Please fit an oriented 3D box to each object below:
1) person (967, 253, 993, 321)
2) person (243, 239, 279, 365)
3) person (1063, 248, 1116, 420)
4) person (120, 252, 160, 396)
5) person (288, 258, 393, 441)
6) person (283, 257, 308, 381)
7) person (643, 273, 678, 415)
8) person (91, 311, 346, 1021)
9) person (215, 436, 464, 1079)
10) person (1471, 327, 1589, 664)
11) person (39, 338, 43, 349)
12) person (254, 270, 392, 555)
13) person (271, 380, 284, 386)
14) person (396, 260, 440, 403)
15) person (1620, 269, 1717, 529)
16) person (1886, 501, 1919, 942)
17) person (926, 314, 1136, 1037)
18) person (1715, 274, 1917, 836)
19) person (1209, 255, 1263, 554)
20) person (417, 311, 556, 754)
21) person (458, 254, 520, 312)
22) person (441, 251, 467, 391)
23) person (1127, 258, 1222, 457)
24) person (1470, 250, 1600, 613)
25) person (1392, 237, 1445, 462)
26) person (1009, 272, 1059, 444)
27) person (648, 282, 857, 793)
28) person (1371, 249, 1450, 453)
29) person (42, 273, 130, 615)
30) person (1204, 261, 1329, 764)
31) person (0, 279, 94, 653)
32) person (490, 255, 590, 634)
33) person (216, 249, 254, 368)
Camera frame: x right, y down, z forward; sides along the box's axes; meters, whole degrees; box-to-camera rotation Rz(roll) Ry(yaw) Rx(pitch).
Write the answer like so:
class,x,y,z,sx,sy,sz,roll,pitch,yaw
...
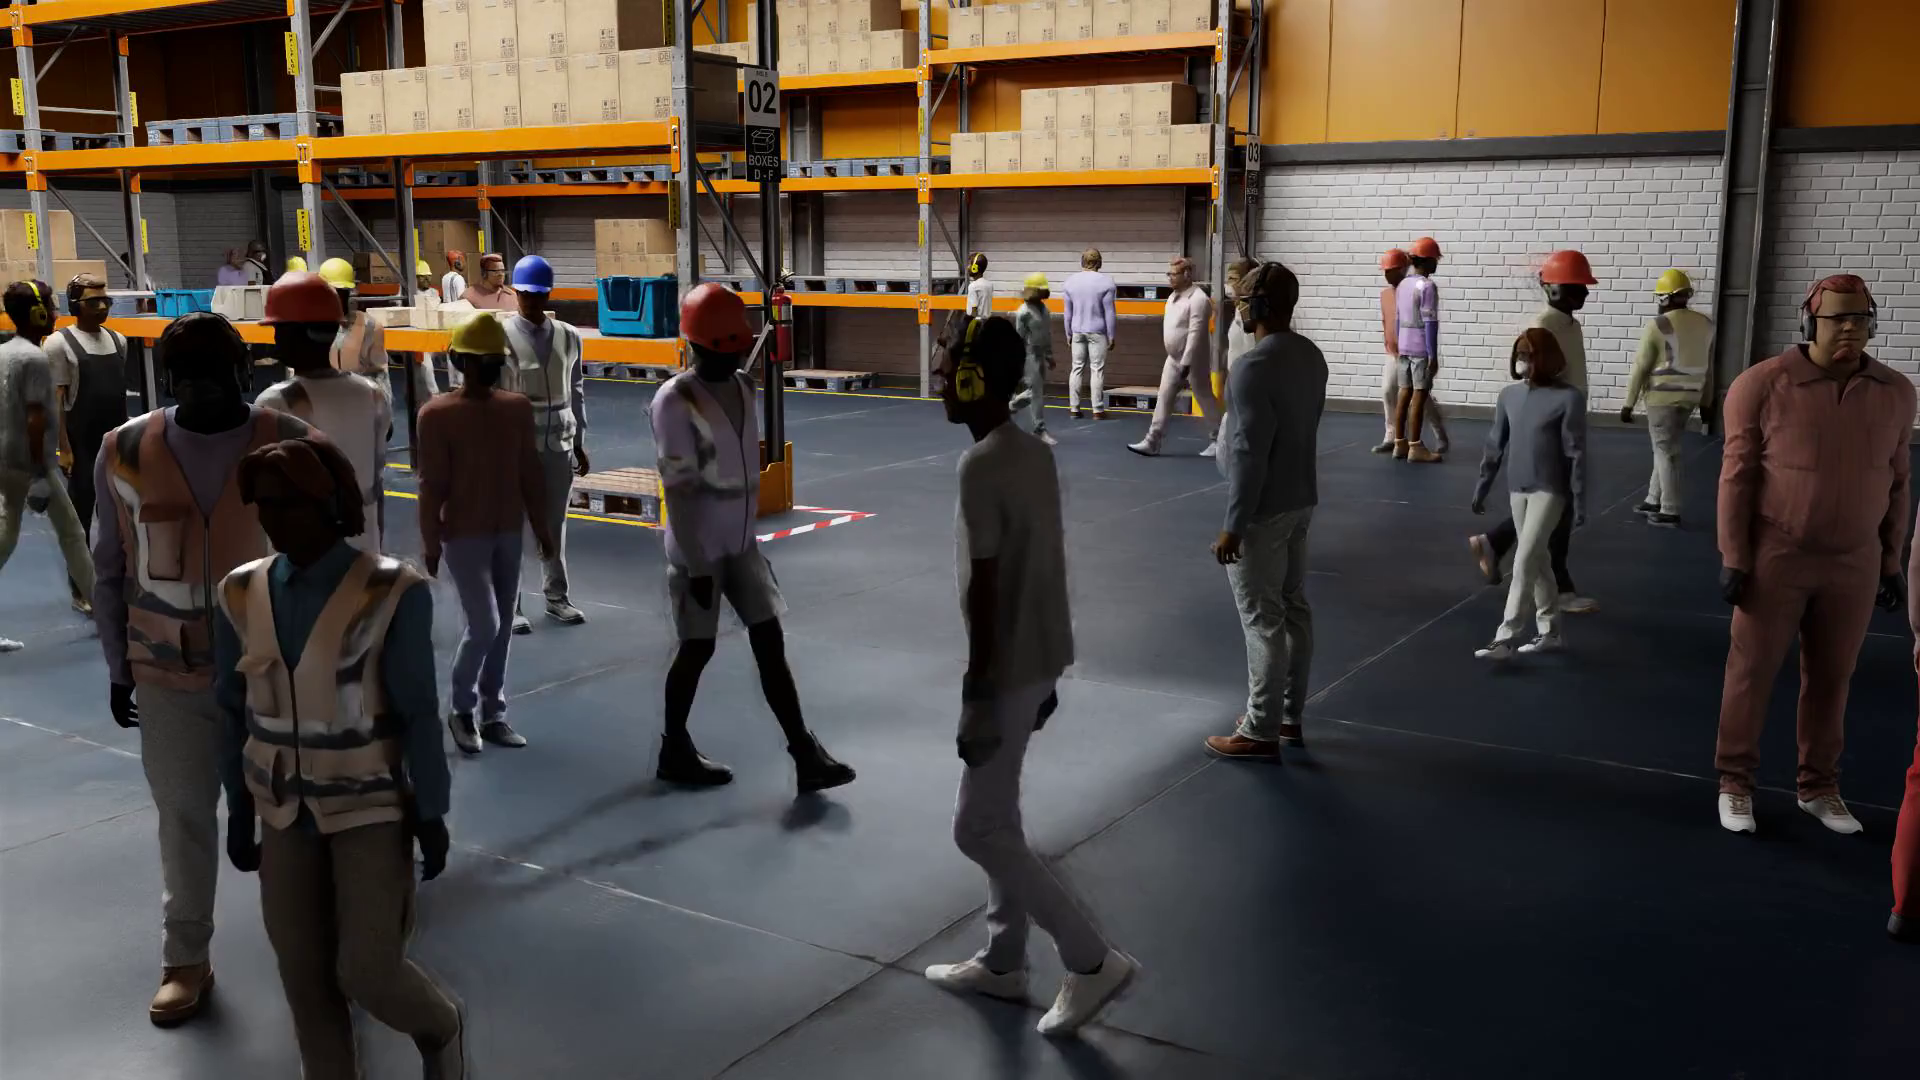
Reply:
class,x,y,z,sx,sy,sz,roll,pitch,yaw
person,0.199,-2.388,19.324,0.328,1.876,0.513,5,11,25
person,-11.353,-3.870,27.071,0.537,2.000,0.679,-2,10,-9
person,1.464,-2.312,18.748,0.629,1.932,0.360,5,11,26
person,-10.613,-2.818,21.727,0.877,1.880,0.601,-9,13,-40
person,-3.901,-0.818,10.527,0.608,1.906,0.513,-6,12,-29
person,-7.954,-2.485,20.066,0.534,1.820,0.650,7,13,35
person,-3.216,-2.091,18.275,0.857,1.654,0.541,5,11,25
person,-1.920,0.329,4.361,0.622,1.844,0.429,-3,11,-16
person,-1.323,0.580,3.566,0.531,1.621,0.423,3,11,15
person,2.662,-0.203,7.946,0.773,1.598,0.533,-5,11,-27
person,-12.028,-2.846,22.100,0.876,1.791,0.676,4,11,20
person,-2.084,0.072,5.549,0.602,1.922,0.543,5,11,26
person,-8.774,-2.774,22.021,0.820,1.656,0.557,-4,11,-21
person,-6.448,-2.444,19.898,0.956,1.787,0.607,6,12,31
person,4.984,-1.011,11.862,0.617,1.804,0.739,-4,11,-19
person,2.885,0.320,4.624,0.321,1.765,0.533,-3,11,-16
person,0.170,0.354,4.253,0.536,1.844,0.546,4,11,19
person,2.901,0.063,5.649,0.637,1.911,0.403,1,10,3
person,1.853,-0.840,10.595,0.469,1.925,0.653,1,10,6
person,-1.856,-0.019,6.553,0.377,1.754,0.525,7,12,35
person,-4.140,-1.590,14.850,0.401,1.899,0.635,9,14,41
person,-6.596,-2.854,21.883,0.355,1.884,0.576,-9,13,-40
person,2.085,-1.683,15.485,0.979,1.853,0.662,-5,11,-25
person,3.225,-0.607,9.179,0.694,1.973,0.635,7,12,34
person,4.211,-1.732,15.224,0.391,2.041,0.624,-3,11,-14
person,0.667,-1.829,16.657,0.717,1.715,0.485,6,12,30
person,-0.786,0.023,5.966,0.901,1.873,0.619,6,12,29
person,4.323,-1.789,15.832,0.846,1.949,0.641,-6,12,-29
person,-4.718,-0.528,9.100,0.347,1.846,0.505,4,11,19
person,1.189,-0.100,6.468,0.371,1.941,0.627,7,12,35
person,-4.586,-0.364,8.250,0.550,1.827,0.963,7,12,34
person,-2.207,-0.499,8.664,0.605,1.944,0.401,-9,14,-41
person,-11.288,-3.587,25.930,0.466,1.885,0.714,3,11,18
